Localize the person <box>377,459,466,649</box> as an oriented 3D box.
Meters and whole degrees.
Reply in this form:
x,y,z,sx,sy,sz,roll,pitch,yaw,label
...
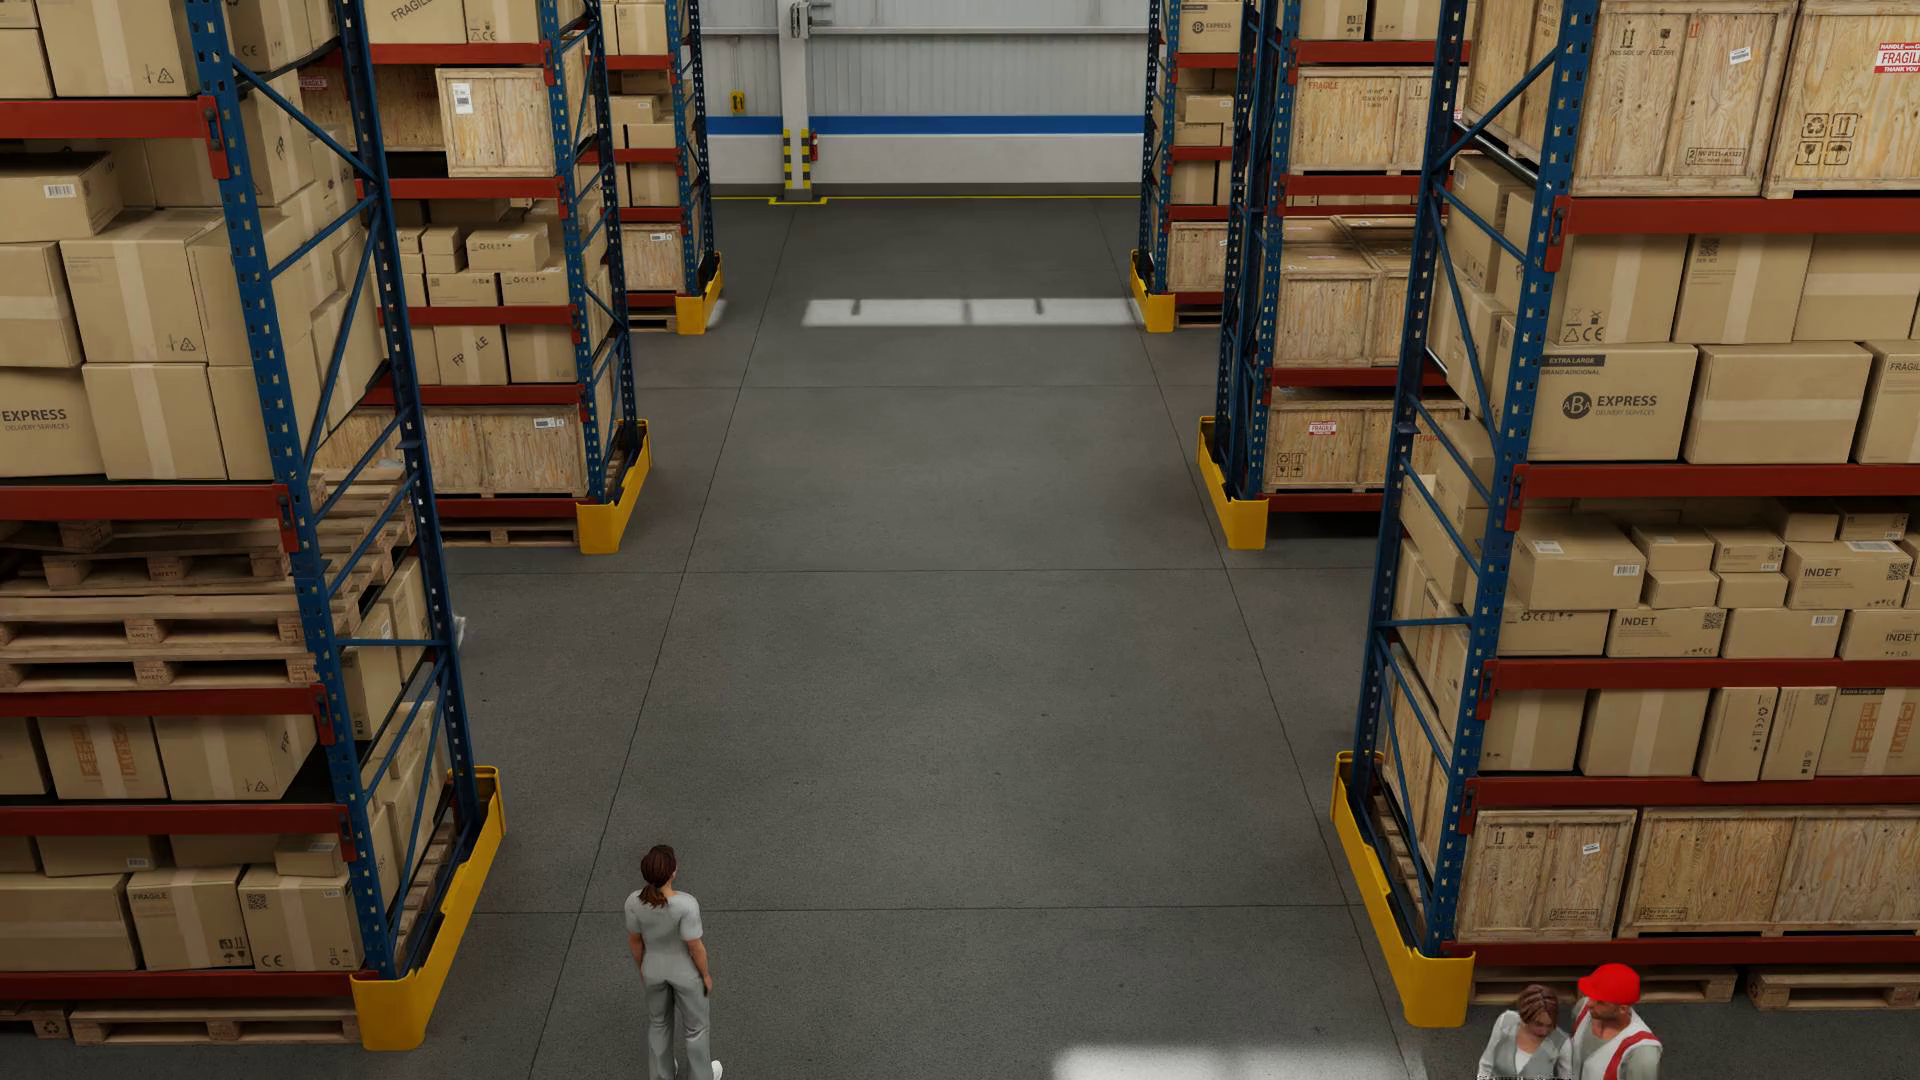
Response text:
x,y,z,sx,sy,sz,roll,pitch,yaw,label
-4.502,0.137,13.687,0.801,1.676,0.502,1,25,2,person

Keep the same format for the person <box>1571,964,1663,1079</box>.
x,y,z,sx,sy,sz,roll,pitch,yaw,label
3.018,2.764,7.951,0.997,1.760,0.523,-14,28,-27,person

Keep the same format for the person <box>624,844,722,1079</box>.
x,y,z,sx,sy,sz,roll,pitch,yaw,label
-1.548,2.333,8.997,0.434,1.669,0.412,4,25,9,person

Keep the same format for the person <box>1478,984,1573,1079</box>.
x,y,z,sx,sy,sz,roll,pitch,yaw,label
2.717,2.803,8.078,0.440,1.605,0.414,21,32,38,person
